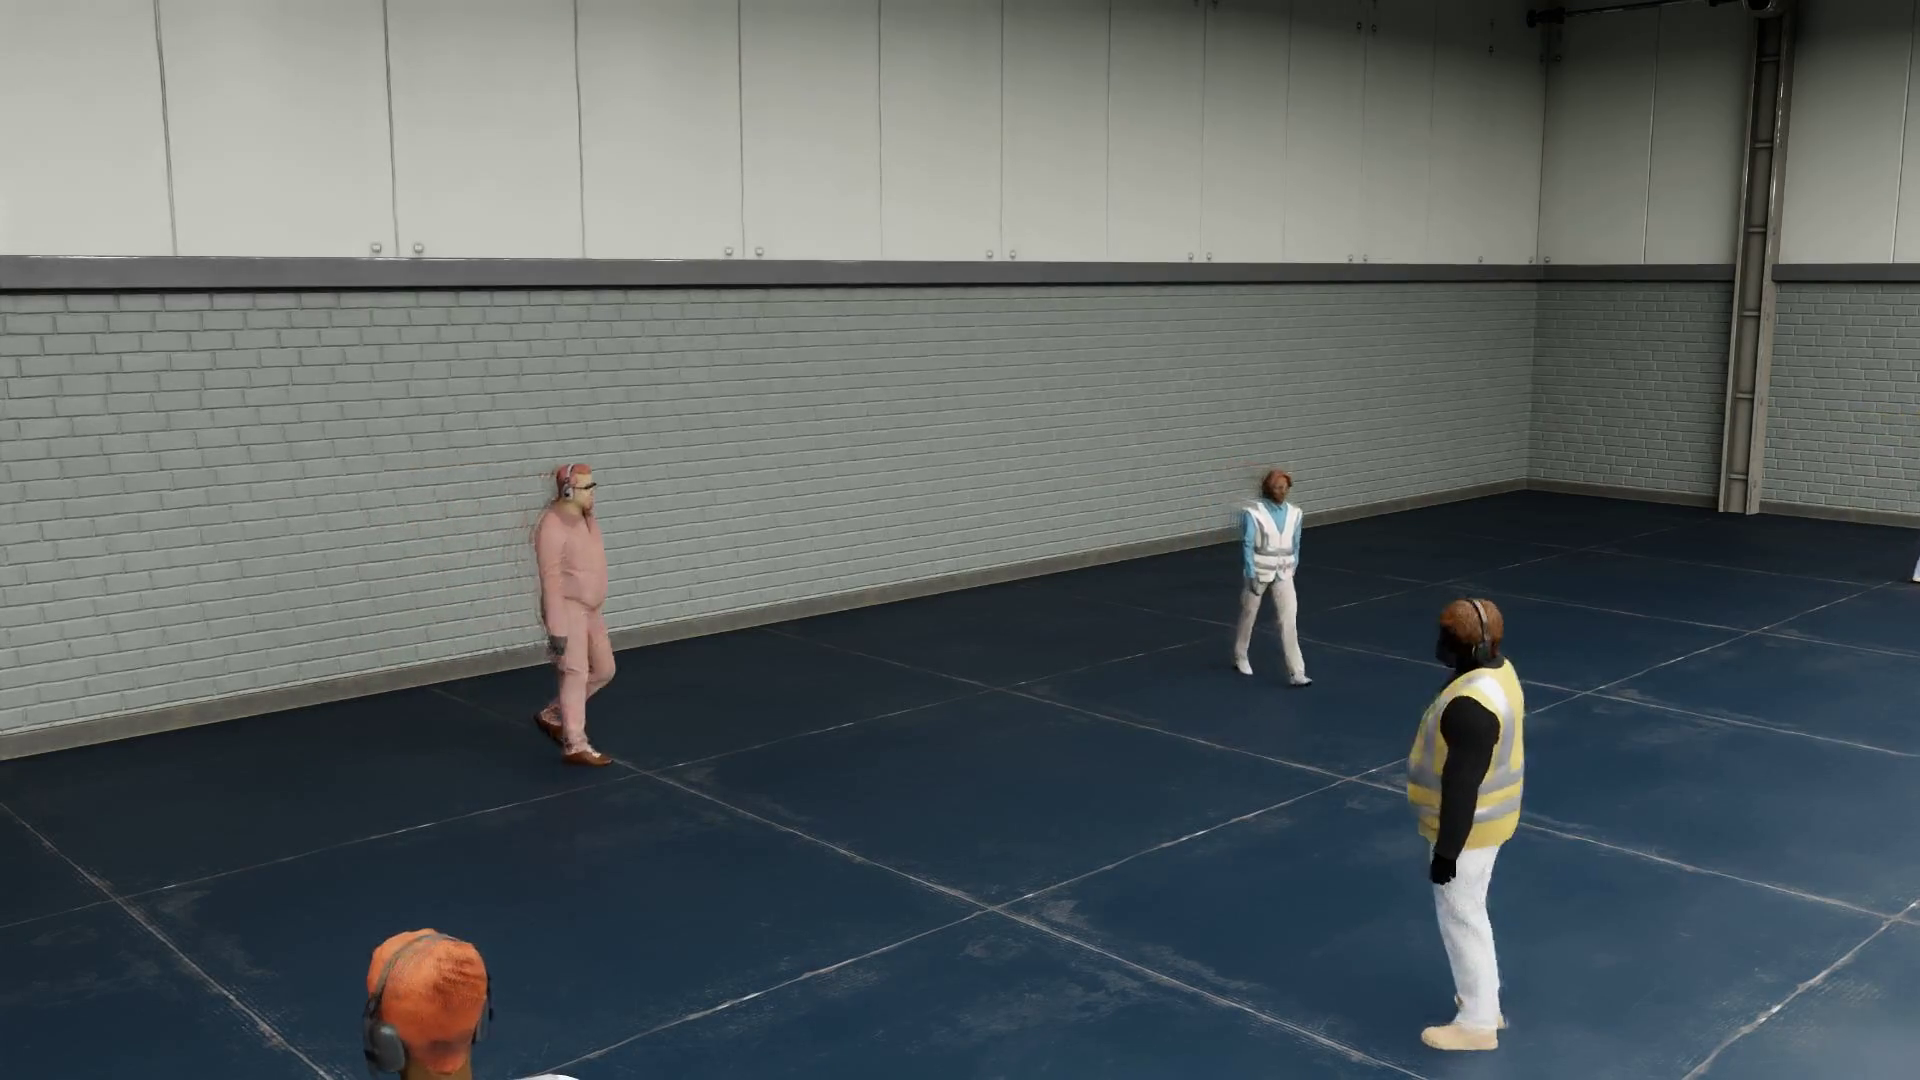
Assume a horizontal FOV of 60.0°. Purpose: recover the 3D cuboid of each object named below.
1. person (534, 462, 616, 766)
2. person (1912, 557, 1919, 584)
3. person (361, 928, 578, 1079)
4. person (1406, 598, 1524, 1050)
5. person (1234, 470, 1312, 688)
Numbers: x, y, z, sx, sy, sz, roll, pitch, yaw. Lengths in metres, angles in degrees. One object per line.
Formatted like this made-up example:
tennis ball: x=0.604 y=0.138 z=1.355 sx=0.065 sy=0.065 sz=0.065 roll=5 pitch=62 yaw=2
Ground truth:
person: x=-2.365 y=0.457 z=10.189 sx=0.463 sy=1.889 sz=0.670 roll=1 pitch=9 yaw=8
person: x=9.661 y=-0.385 z=15.931 sx=0.898 sy=1.711 sz=0.545 roll=3 pitch=9 yaw=15
person: x=-0.917 y=1.617 z=3.027 sx=0.587 sy=1.880 sz=0.342 roll=-9 pitch=13 yaw=-43
person: x=1.965 y=1.101 z=6.495 sx=0.429 sy=1.812 sz=0.737 roll=4 pitch=10 yaw=23
person: x=2.298 y=0.273 z=12.271 sx=0.513 sy=1.587 sz=0.902 roll=-3 pitch=10 yaw=-17
